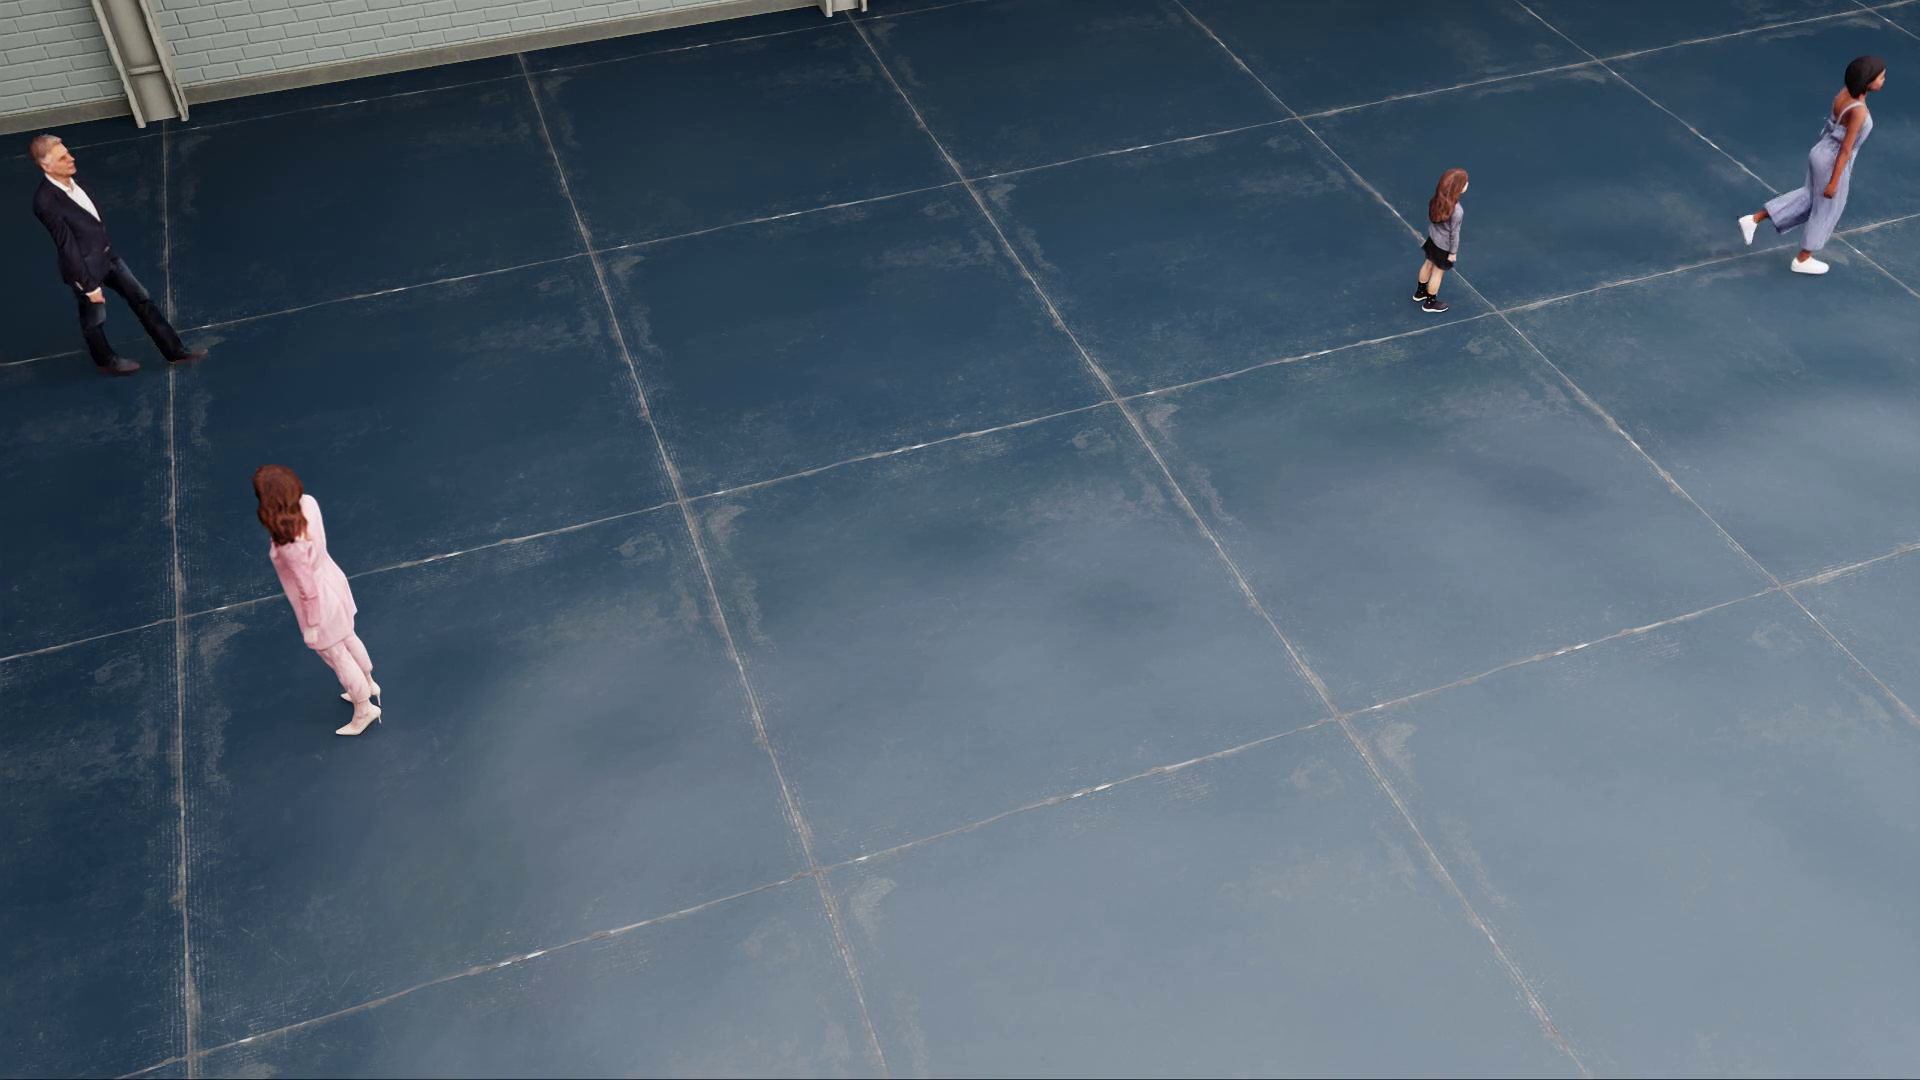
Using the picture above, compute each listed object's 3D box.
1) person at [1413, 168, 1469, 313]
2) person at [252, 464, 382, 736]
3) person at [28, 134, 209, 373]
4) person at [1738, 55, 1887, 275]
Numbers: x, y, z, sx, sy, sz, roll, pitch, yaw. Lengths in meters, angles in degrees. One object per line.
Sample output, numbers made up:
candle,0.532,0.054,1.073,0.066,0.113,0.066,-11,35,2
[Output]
person,3.387,-2.124,11.678,0.470,1.106,0.493,-9,44,-10
person,-3.284,0.309,8.563,0.591,1.803,0.654,-5,43,-5
person,-5.757,-1.829,10.861,1.145,1.790,0.993,5,43,5
person,6.096,-2.663,11.832,1.014,1.683,0.858,7,44,8
